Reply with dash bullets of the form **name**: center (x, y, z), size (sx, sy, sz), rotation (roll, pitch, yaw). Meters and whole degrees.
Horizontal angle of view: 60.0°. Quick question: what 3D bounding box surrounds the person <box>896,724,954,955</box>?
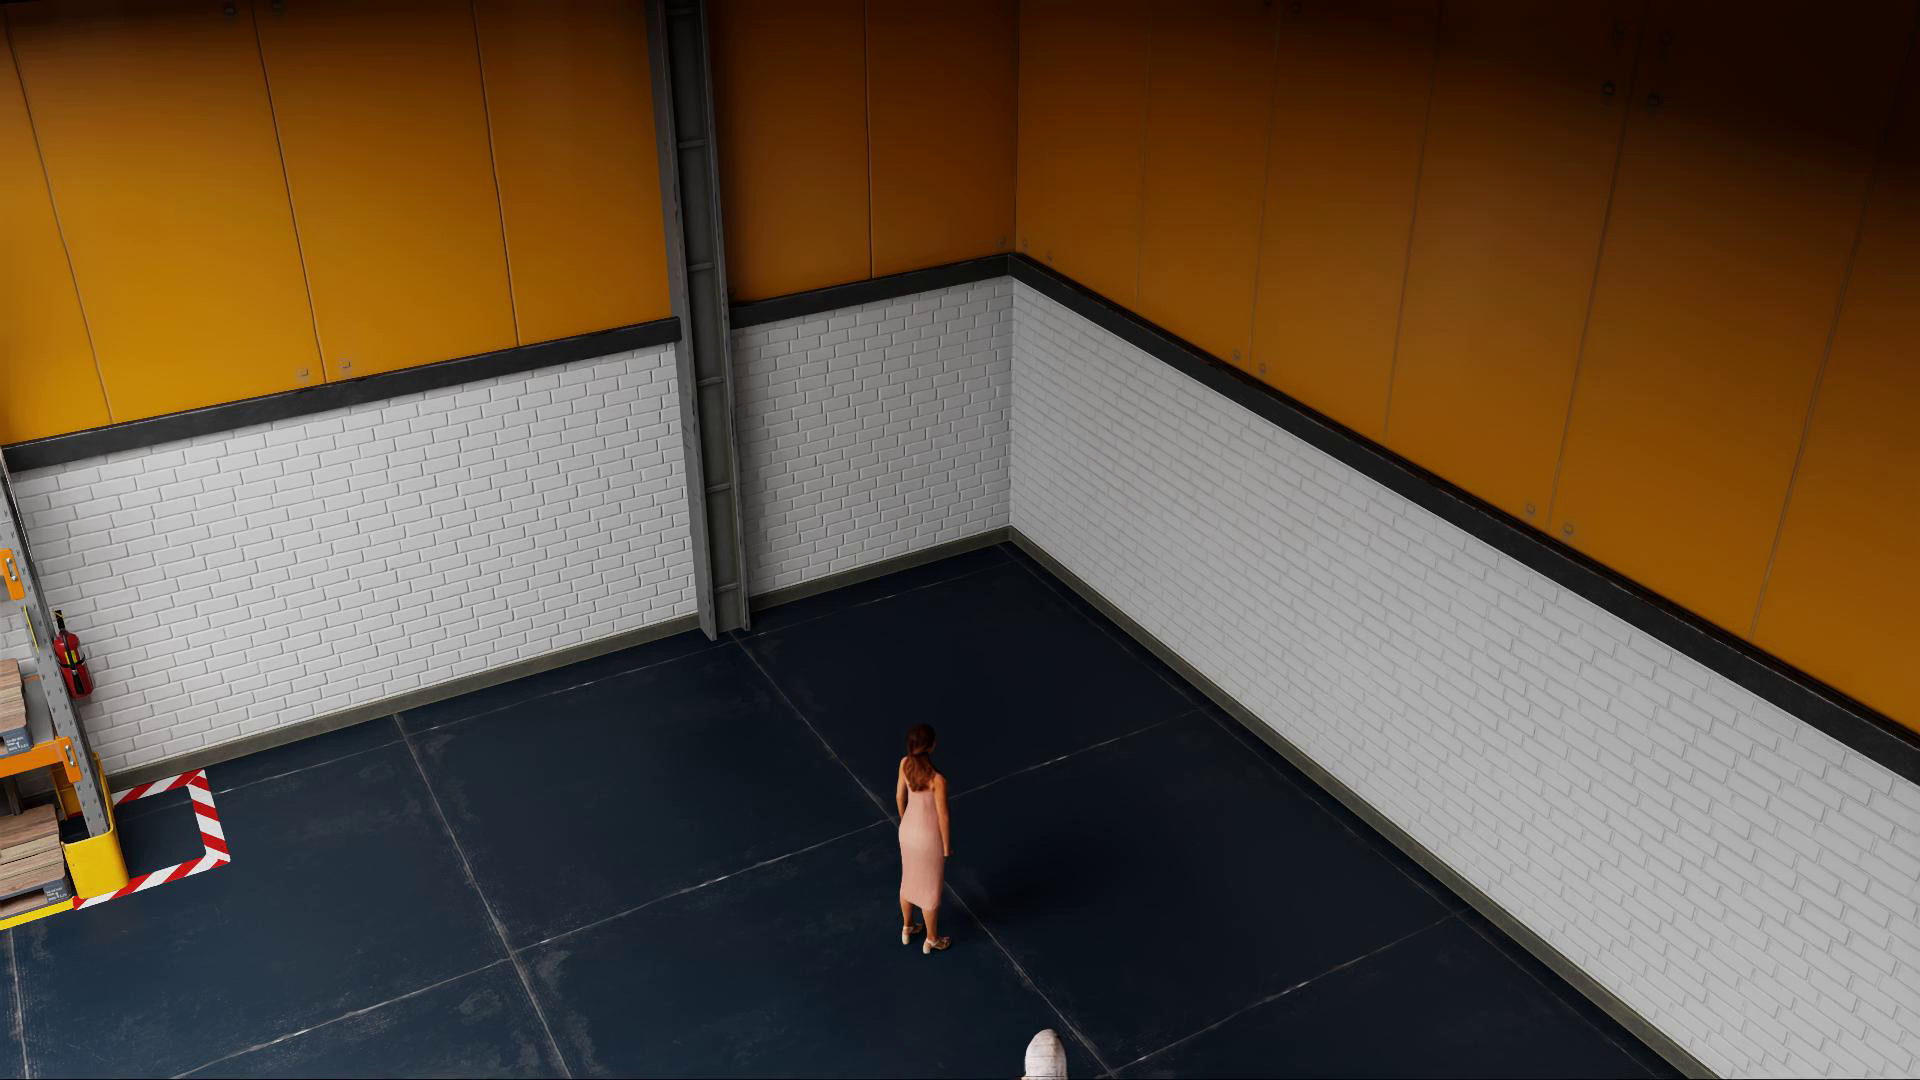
- **person**: center (-0.258, 2.017, 11.265), size (0.641, 1.831, 0.616), rotation (23, 36, 35)

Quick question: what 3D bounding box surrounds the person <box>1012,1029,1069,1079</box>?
- **person**: center (0.449, 3.335, 8.855), size (0.780, 1.824, 0.840), rotation (9, 30, 16)
